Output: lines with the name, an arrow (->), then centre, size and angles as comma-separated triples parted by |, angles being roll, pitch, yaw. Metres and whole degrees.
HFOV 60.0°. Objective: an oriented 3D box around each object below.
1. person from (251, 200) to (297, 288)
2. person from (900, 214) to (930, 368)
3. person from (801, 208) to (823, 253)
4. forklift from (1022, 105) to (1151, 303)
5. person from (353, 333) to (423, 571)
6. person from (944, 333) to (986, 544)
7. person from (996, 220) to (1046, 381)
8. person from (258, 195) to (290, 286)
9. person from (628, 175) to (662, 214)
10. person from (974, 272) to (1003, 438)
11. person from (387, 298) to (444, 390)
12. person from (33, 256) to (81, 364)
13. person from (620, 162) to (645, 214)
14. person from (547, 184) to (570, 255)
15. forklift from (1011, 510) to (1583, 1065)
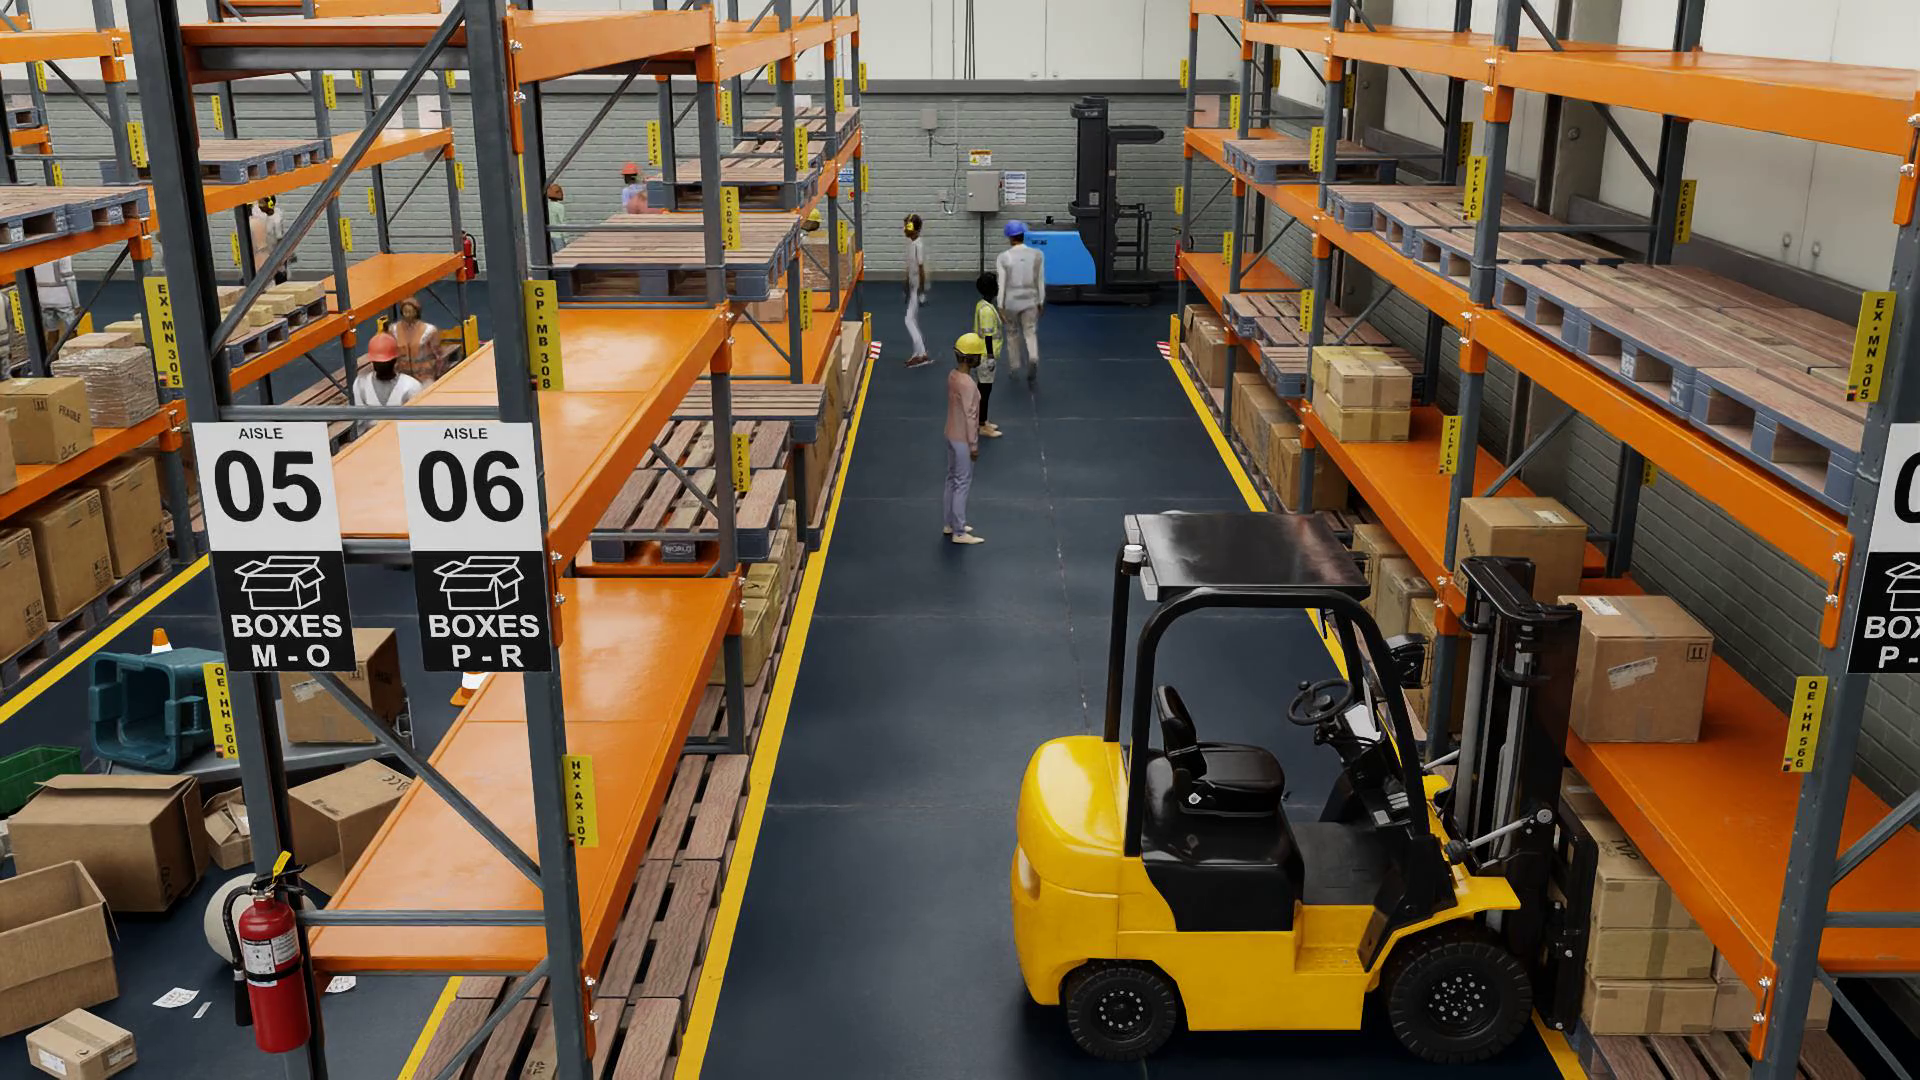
person -> -9.627, -4.036, 23.289 | 0.711, 1.867, 0.644 | 13, 23, 35
person -> -0.563, -3.030, 20.310 | 0.409, 1.836, 0.624 | -4, 19, -11
person -> -1.936, -3.476, 21.804 | 0.326, 1.735, 0.491 | 0, 18, -1
forklift -> 1.857, -4.944, 24.441 | 1.873, 2.768, 1.129 | 0, 18, 0
person -> -4.448, -0.672, 13.027 | 0.587, 1.919, 0.457 | -1, 18, -2
person -> 0.048, -0.844, 13.807 | 0.343, 1.760, 0.530 | -6, 19, -17
person -> 0.721, -2.760, 19.367 | 0.618, 1.902, 0.756 | -4, 19, -11
person -> -9.260, -3.792, 22.567 | 0.333, 1.860, 0.508 | -12, 22, -33
person -> -4.468, -4.337, 24.152 | 0.661, 1.897, 0.396 | -16, 24, -39
person -> 0.285, -1.904, 17.106 | 0.316, 1.696, 0.540 | -2, 18, -5
person -> -5.318, -1.558, 16.222 | 0.513, 1.594, 0.861 | 1, 18, 2
person -> -10.525, -2.777, 19.388 | 0.550, 1.927, 0.388 | 1, 18, 3
person -> -5.048, -4.816, 25.546 | 0.428, 1.927, 0.593 | 8, 20, 22
person -> -6.153, -4.608, 25.398 | 0.503, 1.628, 0.279 | 17, 25, 41
forklift -> 1.387, 1.055, 7.378 | 2.313, 2.155, 1.214 | 0, 18, 0
